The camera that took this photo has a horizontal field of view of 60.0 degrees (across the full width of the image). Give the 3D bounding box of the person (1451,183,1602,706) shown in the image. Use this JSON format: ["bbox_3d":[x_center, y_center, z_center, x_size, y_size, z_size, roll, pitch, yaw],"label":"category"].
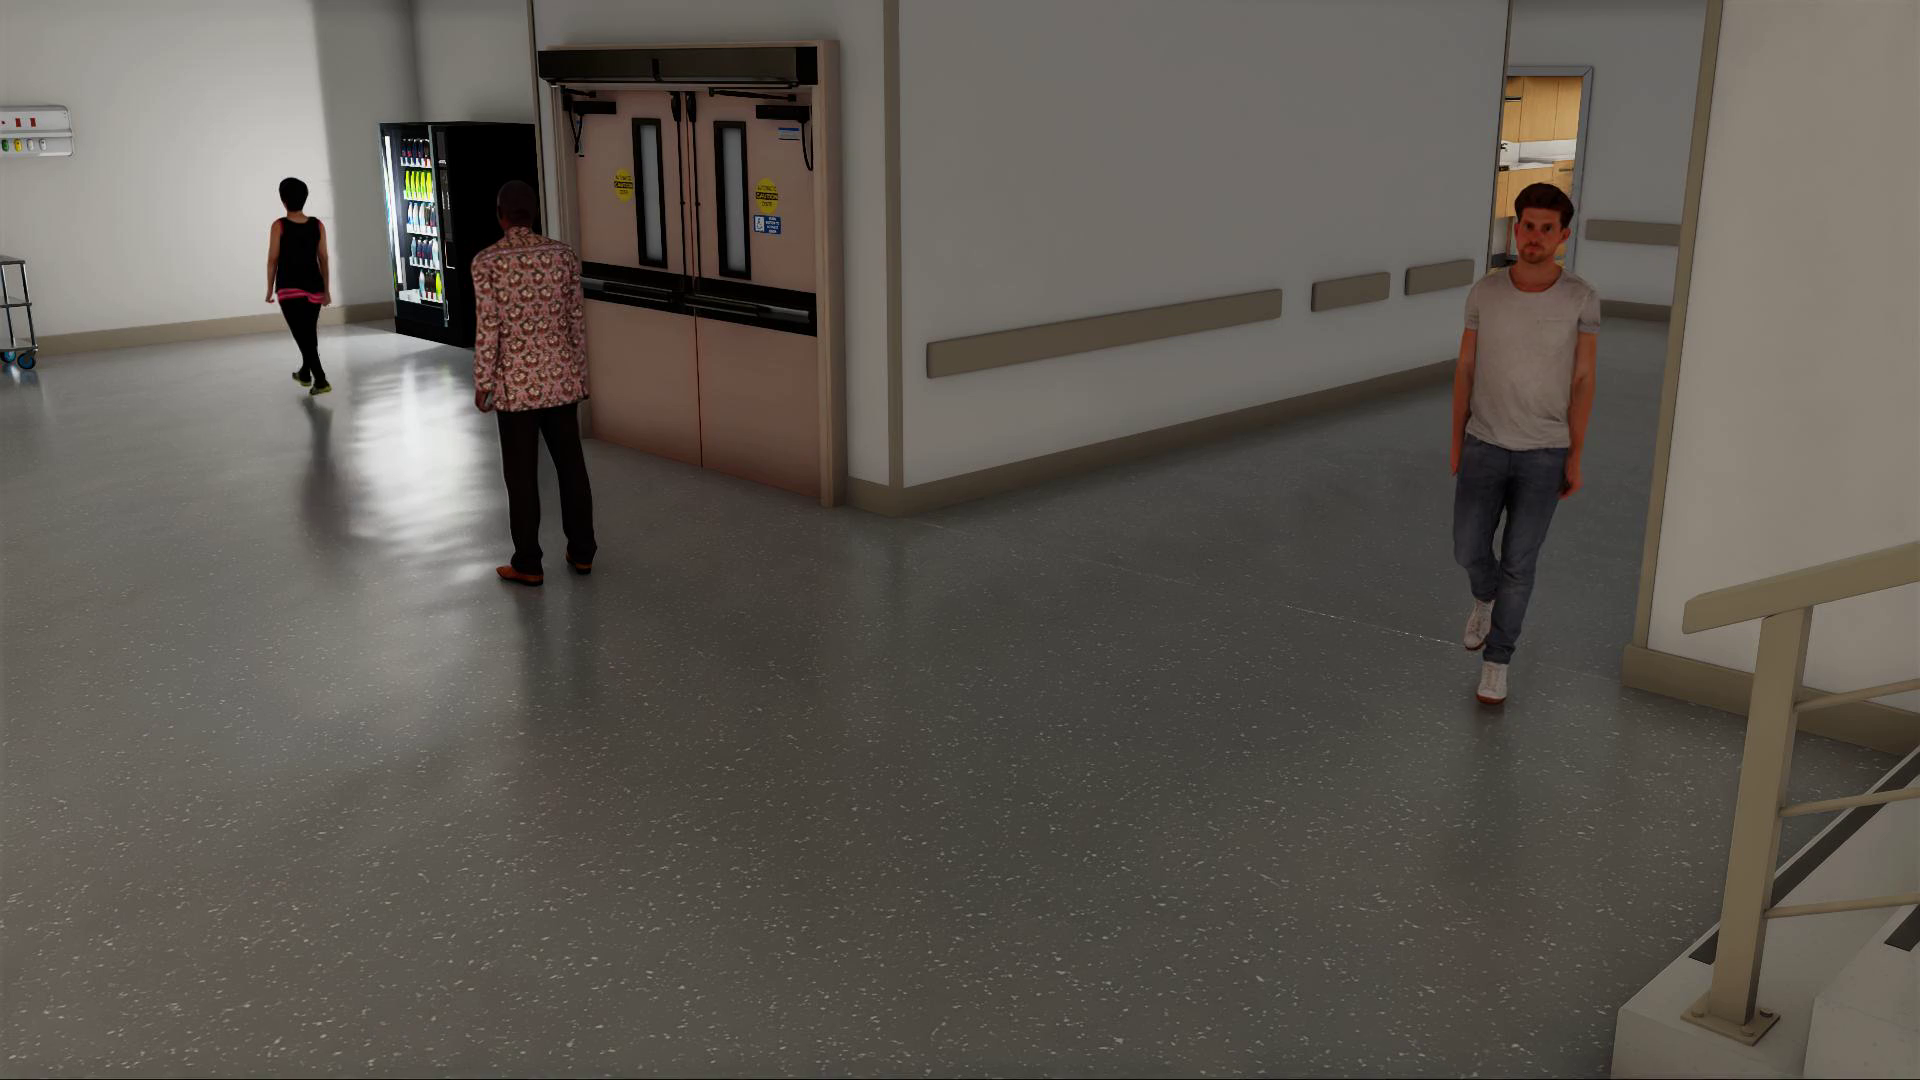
[{"bbox_3d":[2.075,-0.355,6.129,0.892,1.879,0.866,8,18,26],"label":"person"}]

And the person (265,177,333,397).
[{"bbox_3d":[-4.642,-1.756,11.766,0.547,1.516,1.004,-15,21,-42],"label":"person"}]

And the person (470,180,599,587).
[{"bbox_3d":[-1.917,-0.706,7.504,0.708,1.808,0.626,-12,20,-36],"label":"person"}]
